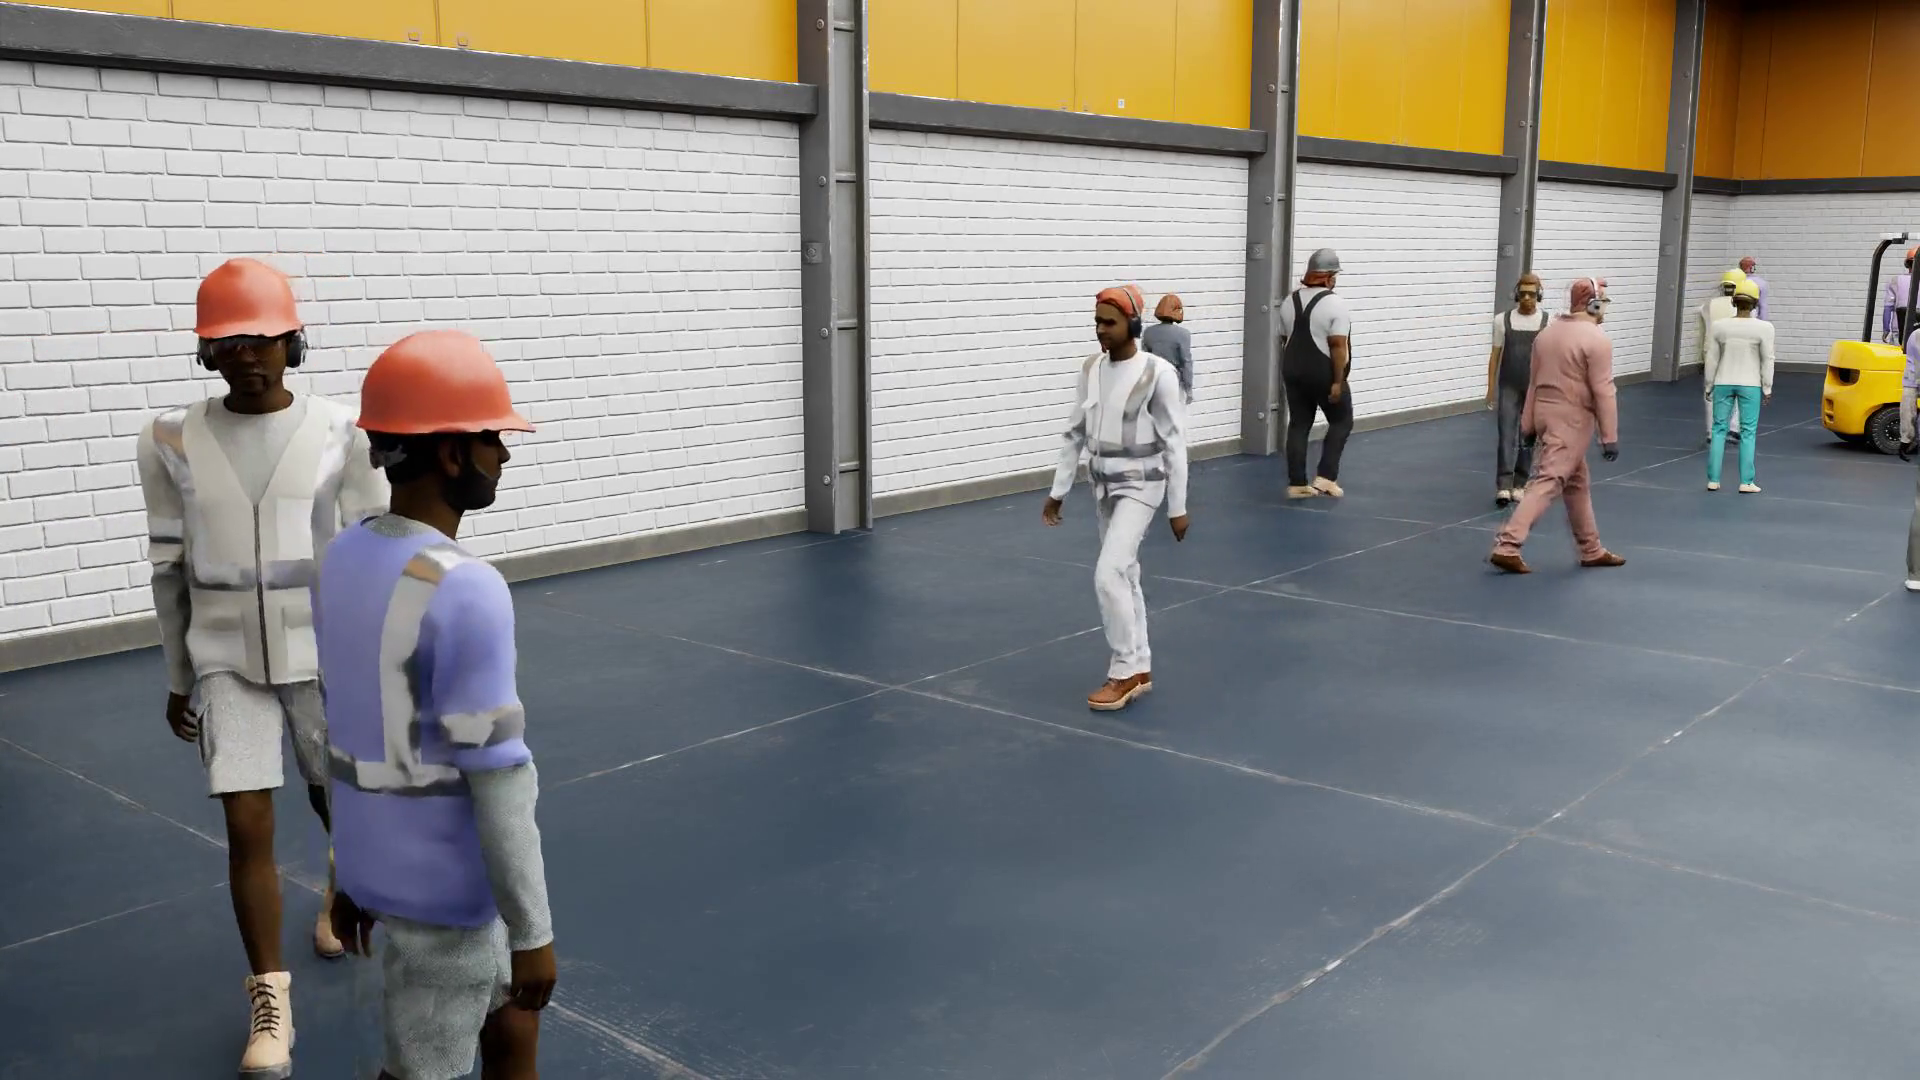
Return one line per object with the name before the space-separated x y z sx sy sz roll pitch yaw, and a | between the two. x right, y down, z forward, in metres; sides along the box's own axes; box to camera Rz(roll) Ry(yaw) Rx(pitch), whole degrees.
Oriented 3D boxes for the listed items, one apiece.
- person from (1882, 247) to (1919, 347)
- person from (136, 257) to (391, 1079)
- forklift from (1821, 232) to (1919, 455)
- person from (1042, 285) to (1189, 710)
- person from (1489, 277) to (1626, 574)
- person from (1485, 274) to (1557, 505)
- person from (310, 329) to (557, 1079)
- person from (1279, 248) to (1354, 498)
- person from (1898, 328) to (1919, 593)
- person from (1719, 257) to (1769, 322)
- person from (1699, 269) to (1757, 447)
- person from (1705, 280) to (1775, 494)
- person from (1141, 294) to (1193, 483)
person | 12.024 -2.678 21.051 0.616 2.040 0.383 8 13 40
person | -1.757 0.276 4.340 0.621 2.013 0.944 -2 10 -13
forklift | 9.955 -1.972 16.595 2.313 2.155 1.214 1 10 8
person | 0.673 -0.181 7.348 0.638 1.855 0.592 -6 12 -32
person | 3.760 -0.701 10.361 1.003 1.858 0.652 -2 10 -12
person | 4.412 -1.161 13.057 0.545 1.810 0.879 3 10 18
person | -0.980 0.584 2.924 0.962 1.901 0.554 -9 13 -41
person | 2.904 -1.345 13.463 0.542 2.000 0.679 -8 13 -39
person | 5.818 -0.630 9.711 0.595 1.925 0.371 8 13 40
person | 11.006 -3.019 23.382 0.655 1.905 0.407 8 13 40
person | 7.841 -1.850 16.979 0.497 1.815 0.603 -9 14 -43
person | 6.470 -1.269 13.816 0.535 1.766 0.320 8 13 40
person | 1.795 -1.307 14.401 0.509 1.632 0.269 8 13 40
